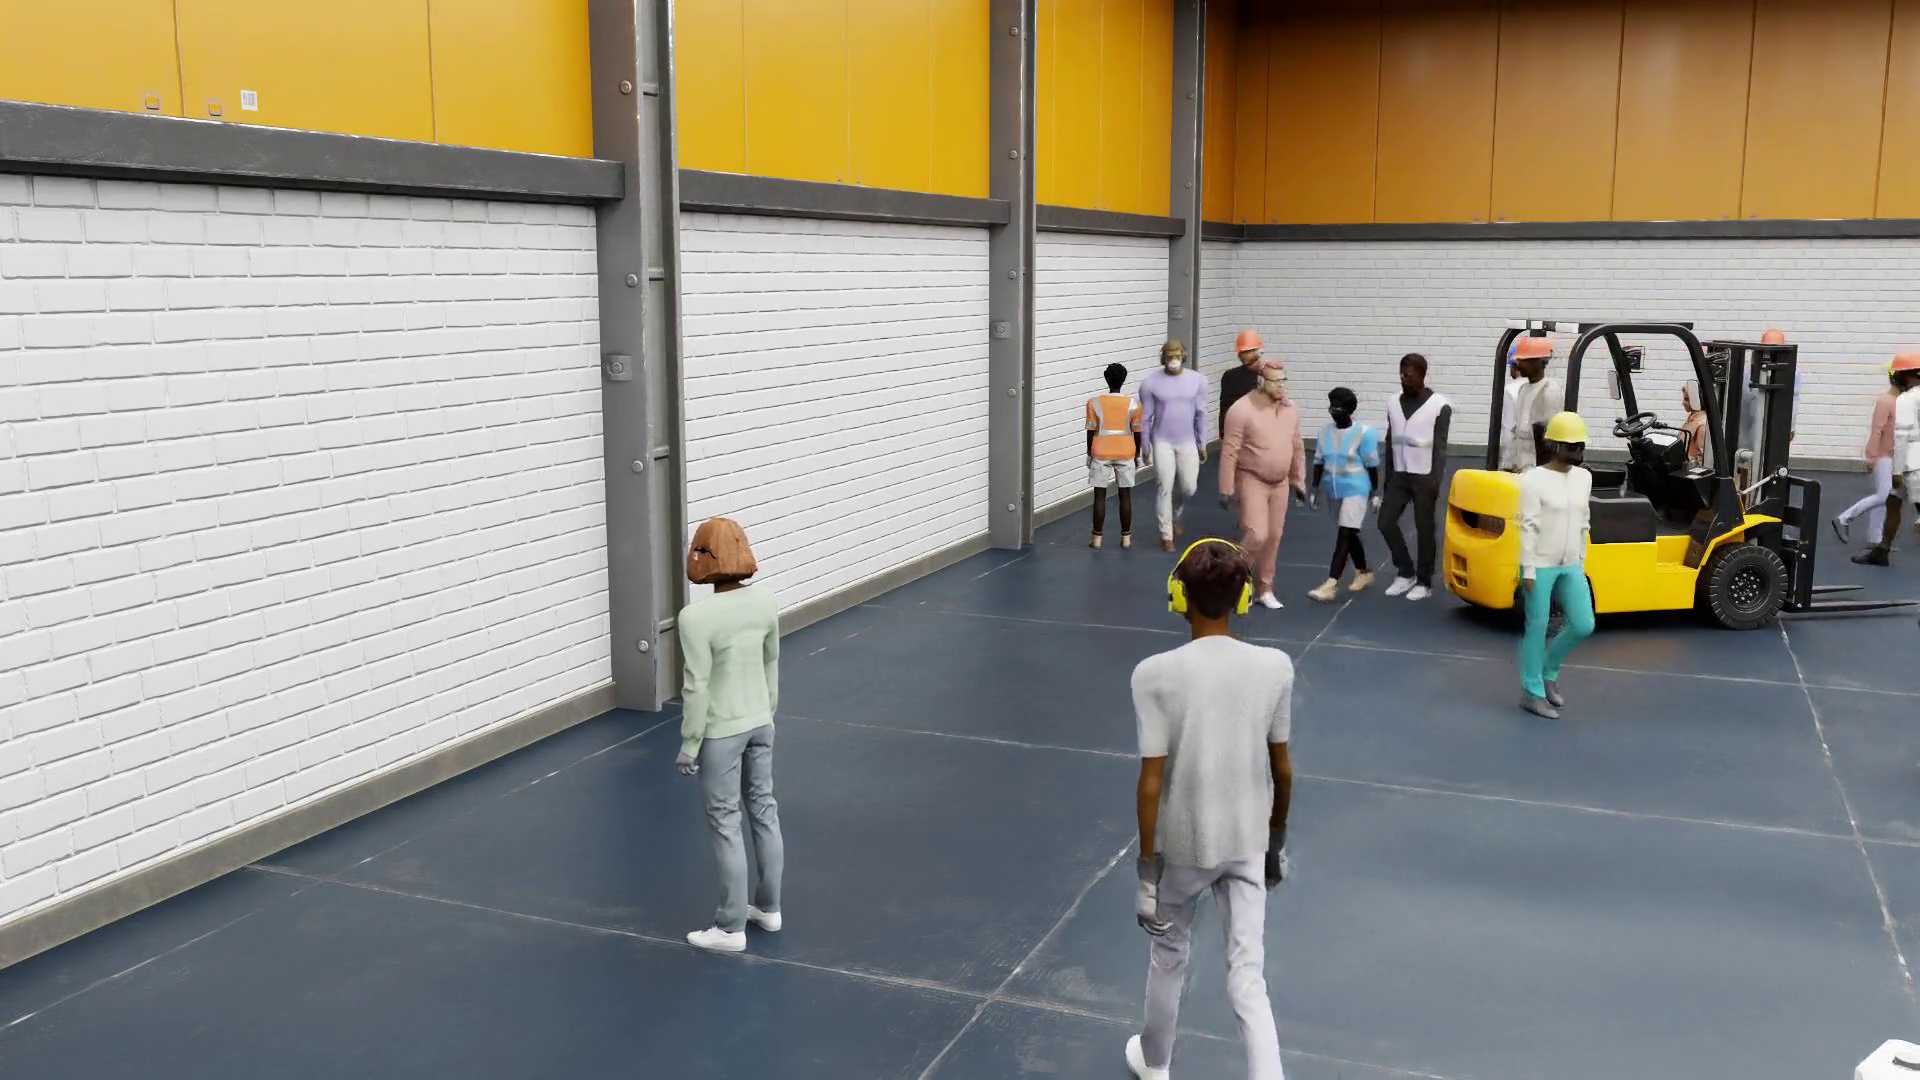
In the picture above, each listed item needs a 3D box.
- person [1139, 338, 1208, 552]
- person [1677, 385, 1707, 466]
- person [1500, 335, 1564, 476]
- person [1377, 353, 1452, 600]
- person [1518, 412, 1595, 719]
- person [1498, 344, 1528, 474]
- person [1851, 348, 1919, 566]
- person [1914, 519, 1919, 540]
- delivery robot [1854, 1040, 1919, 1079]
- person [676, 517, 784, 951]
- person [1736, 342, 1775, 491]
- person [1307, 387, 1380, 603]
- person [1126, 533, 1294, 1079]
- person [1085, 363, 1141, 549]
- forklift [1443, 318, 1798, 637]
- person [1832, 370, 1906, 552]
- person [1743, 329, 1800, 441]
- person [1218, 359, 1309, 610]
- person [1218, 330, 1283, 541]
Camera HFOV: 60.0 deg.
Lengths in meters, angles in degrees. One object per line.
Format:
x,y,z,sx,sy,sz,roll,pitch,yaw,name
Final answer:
1.918,-0.867,15.048,0.630,1.920,0.558,-1,9,-4,person
5.866,-0.439,13.327,0.307,1.637,0.512,2,9,9,person
4.420,-0.604,13.154,0.780,2.017,0.648,0,9,-1,person
3.483,-0.481,12.771,0.484,1.898,0.616,-7,12,-37,person
3.369,0.149,9.402,0.538,1.751,0.364,-4,10,-23,person
4.887,-0.747,14.438,0.622,1.883,1.019,-4,10,-23,person
8.044,-0.644,13.851,0.548,1.893,0.984,-8,12,-39,person
9.171,-0.810,15.121,0.871,1.801,0.633,0,9,-3,person
2.734,1.540,4.309,0.477,0.478,0.707,-8,12,-42,delivery robot
-0.868,0.728,6.262,0.280,1.632,0.501,7,11,35,person
6.857,-0.734,14.260,0.588,1.914,0.648,1,9,7,person
2.959,-0.362,12.824,0.888,1.643,0.547,-7,12,-38,person
0.732,0.883,4.792,0.522,1.821,1.010,-1,9,-7,person
1.396,-0.757,15.096,0.531,1.690,0.319,0,9,-1,person
4.706,-0.497,11.990,2.313,2.155,1.214,-2,10,-10,forklift
8.238,-0.746,14.873,0.528,1.746,0.543,-9,13,-44,person
8.203,-1.178,16.918,0.550,1.930,0.372,4,10,22,person
2.259,-0.405,12.368,0.687,1.885,0.405,-6,11,-31,person
2.703,-0.966,15.463,0.631,1.984,0.578,4,10,24,person
